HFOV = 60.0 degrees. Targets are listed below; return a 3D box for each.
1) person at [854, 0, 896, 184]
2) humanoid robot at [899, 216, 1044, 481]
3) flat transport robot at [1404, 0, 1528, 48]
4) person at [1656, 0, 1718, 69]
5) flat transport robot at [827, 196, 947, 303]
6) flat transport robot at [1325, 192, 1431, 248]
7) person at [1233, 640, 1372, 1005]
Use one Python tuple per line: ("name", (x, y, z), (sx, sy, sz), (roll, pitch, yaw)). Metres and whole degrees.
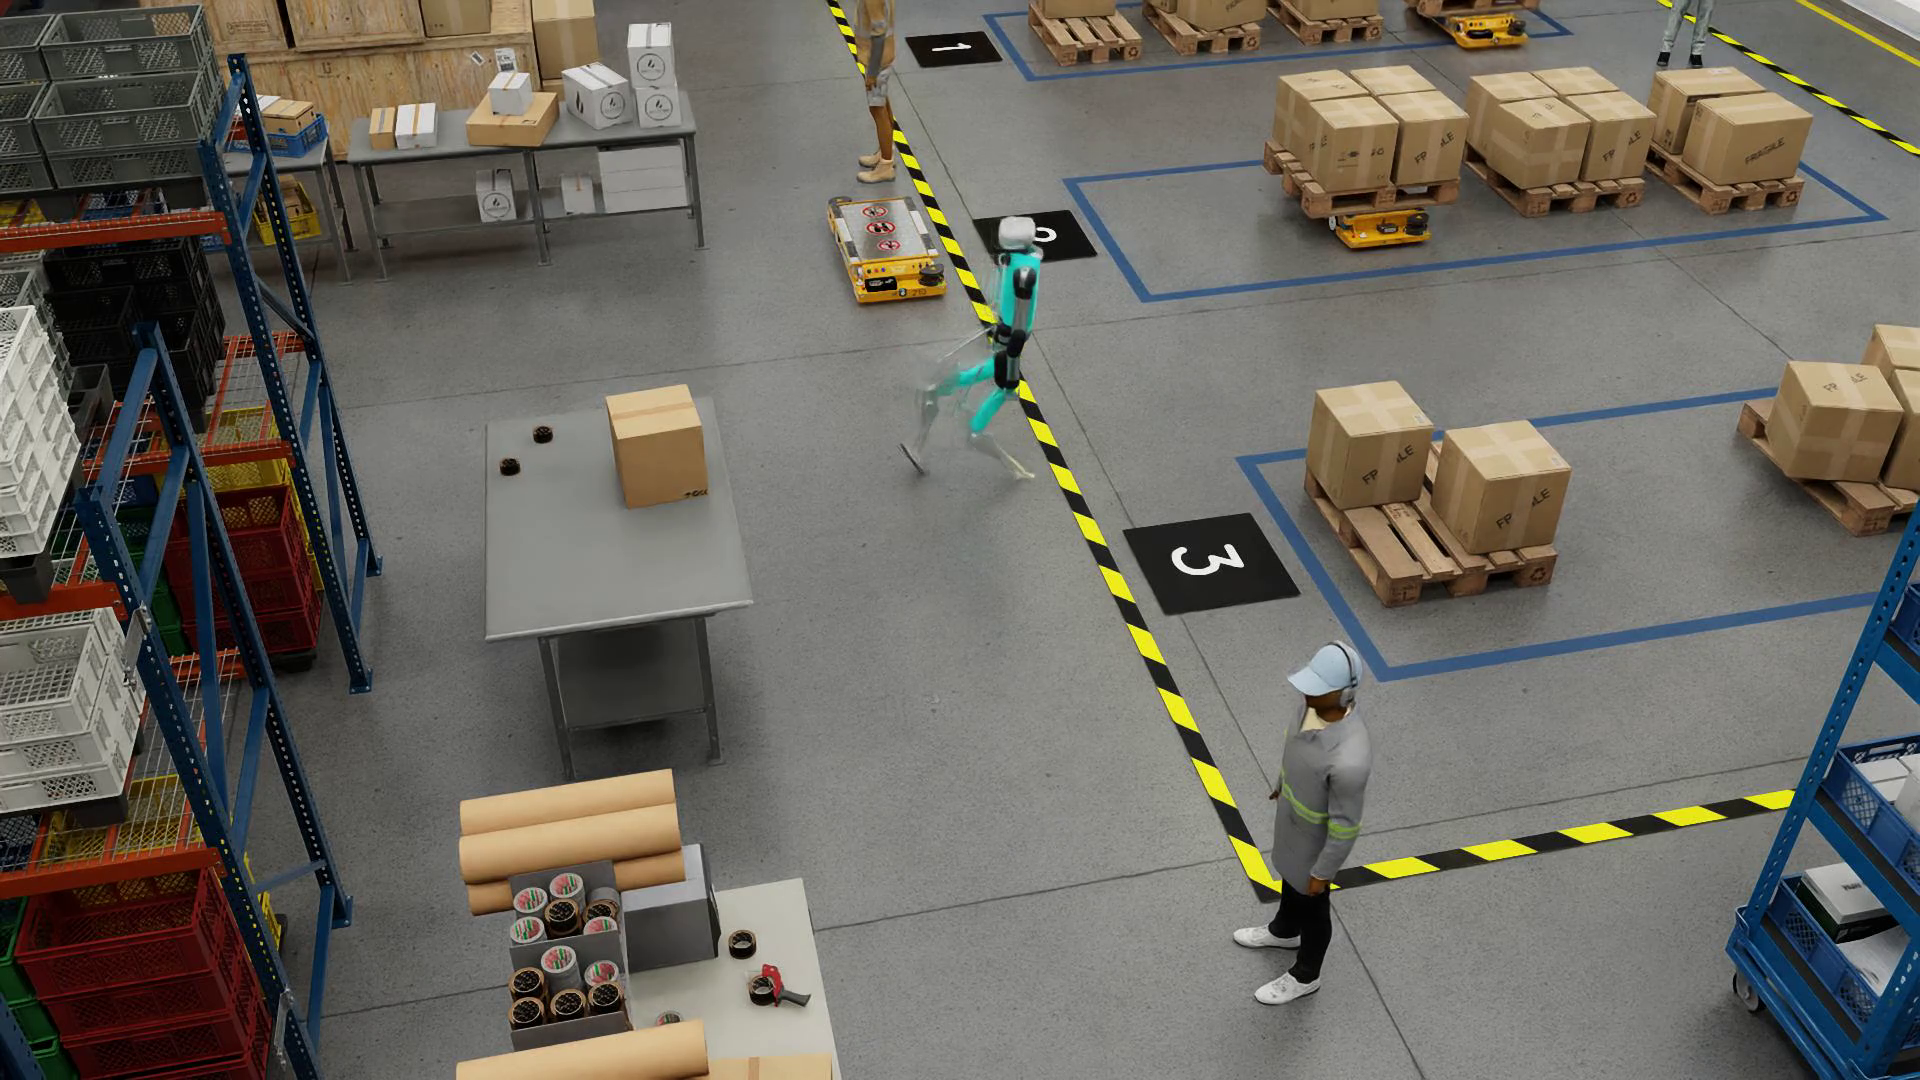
("person", (-0.701, -3.850, 13.245), (0.380, 2.039, 0.613), (1, 37, 2))
("humanoid robot", (0.013, -1.057, 9.790), (1.015, 1.782, 0.530), (-1, 37, -1))
("flat transport robot", (5.040, -5.284, 16.632), (0.652, 0.197, 1.431), (-8, 37, -10))
("person", (6.877, -5.282, 15.341), (0.588, 1.834, 0.404), (9, 38, 11))
("flat transport robot", (-0.570, -2.220, 12.538), (0.659, 0.231, 1.431), (-8, 37, -10))
("flat transport robot", (3.134, -2.740, 13.213), (0.652, 0.197, 1.431), (-8, 37, -10))
("person", (1.390, 1.135, 6.701), (0.361, 1.852, 0.596), (-5, 37, -6))
